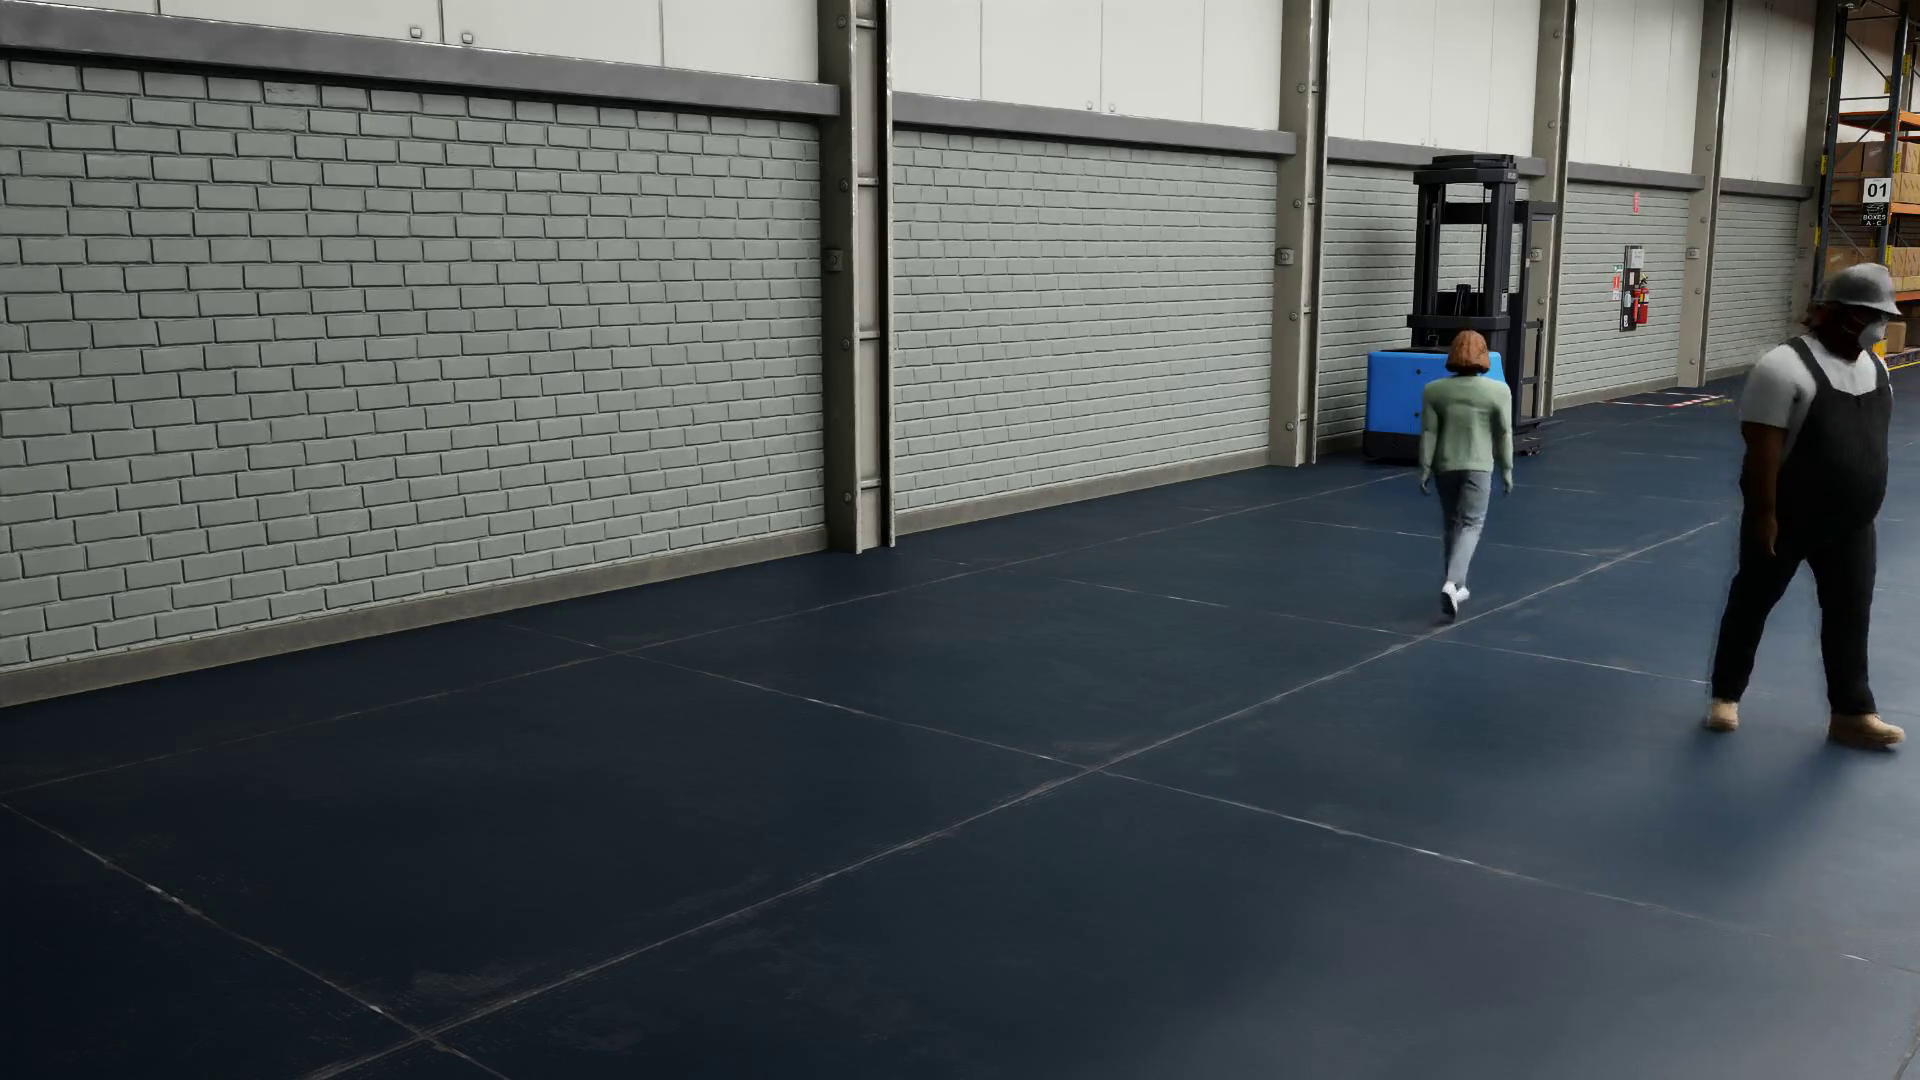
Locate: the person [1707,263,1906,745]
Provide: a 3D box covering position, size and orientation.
[{"bbox_3d":[3.557,-0.154,6.960,0.697,2.000,0.700,-3,10,-15],"label":"person"}]

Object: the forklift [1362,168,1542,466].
[{"bbox_3d":[4.875,-2.212,16.287,1.129,2.768,1.873,8,13,40],"label":"forklift"}]

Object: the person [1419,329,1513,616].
[{"bbox_3d":[2.850,-0.391,9.444,0.502,1.608,0.804,6,12,31],"label":"person"}]
